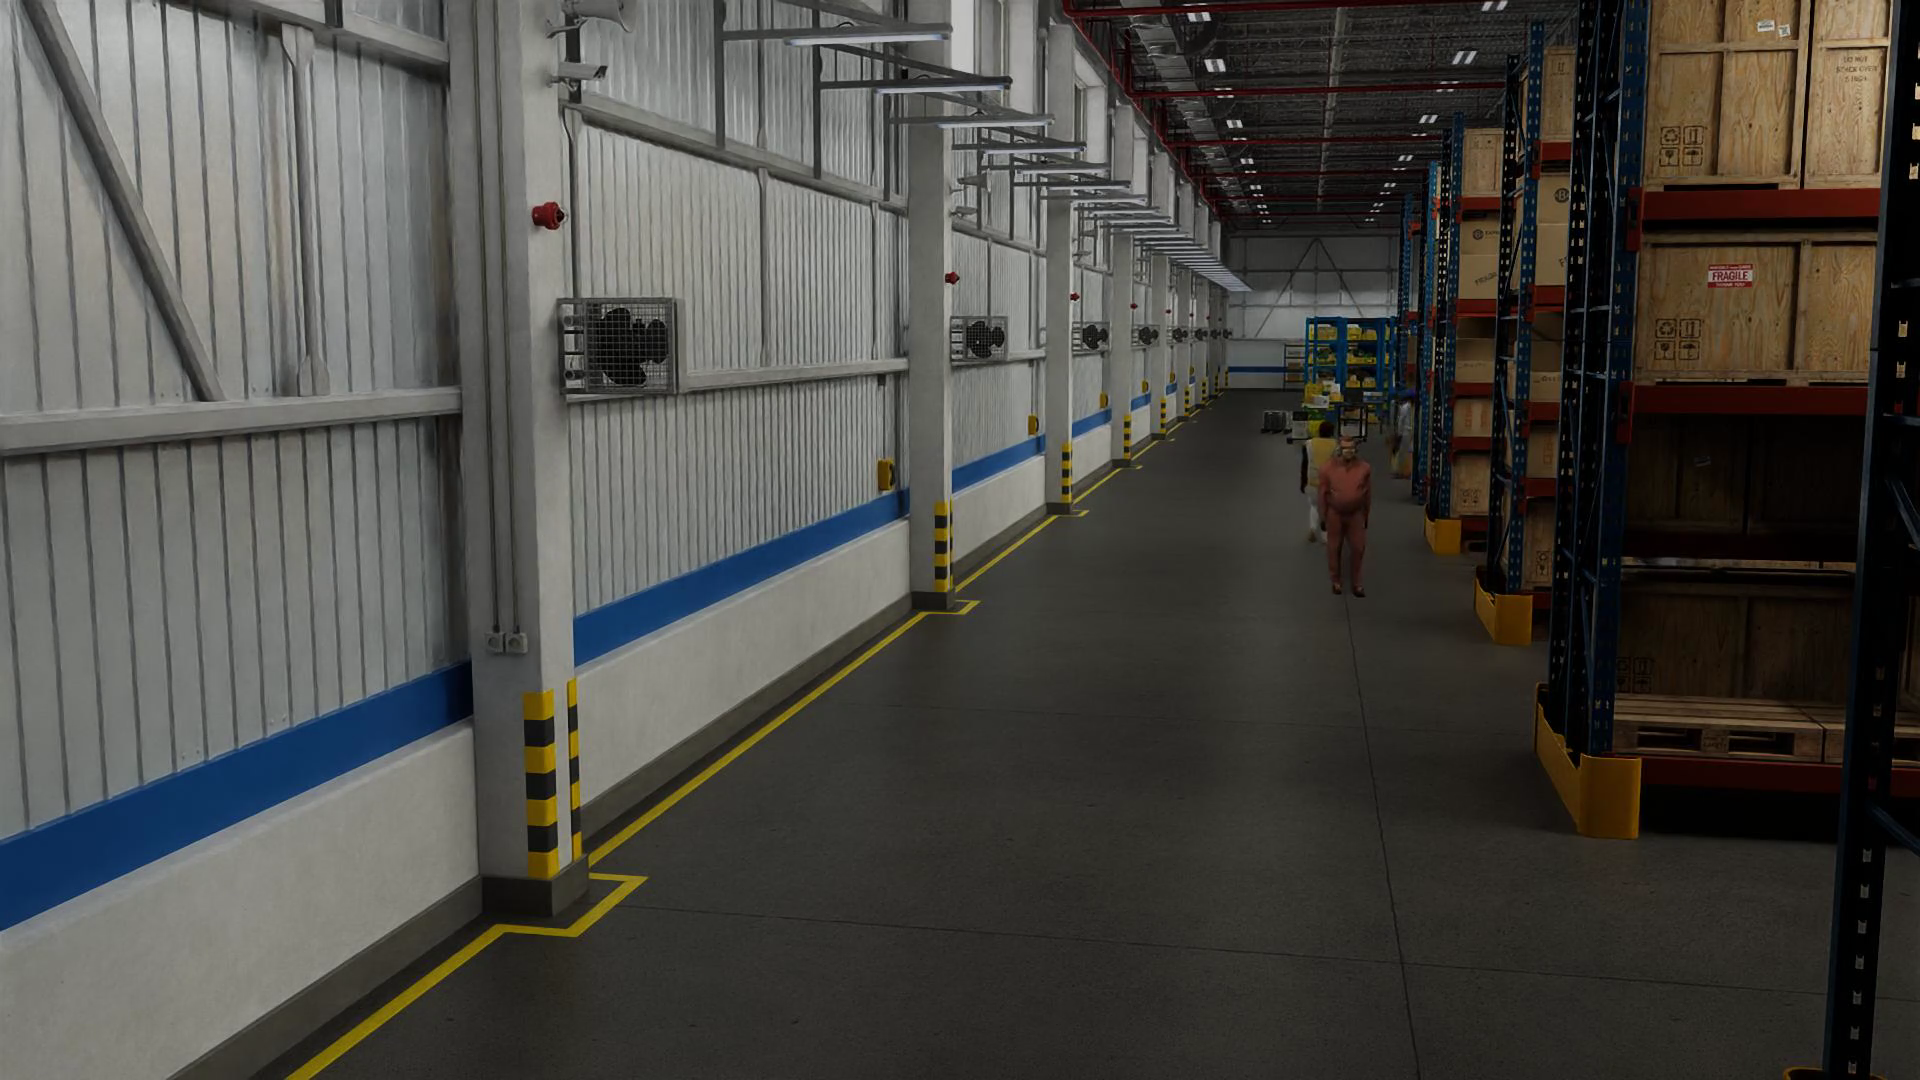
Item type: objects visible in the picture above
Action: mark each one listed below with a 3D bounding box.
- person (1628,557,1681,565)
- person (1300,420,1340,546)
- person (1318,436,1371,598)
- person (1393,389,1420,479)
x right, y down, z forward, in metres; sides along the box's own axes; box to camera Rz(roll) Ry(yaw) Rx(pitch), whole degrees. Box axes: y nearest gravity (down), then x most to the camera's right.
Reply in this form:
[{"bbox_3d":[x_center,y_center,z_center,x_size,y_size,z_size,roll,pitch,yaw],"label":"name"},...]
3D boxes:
[{"bbox_3d":[6.028,0.447,14.509,0.575,1.688,0.788,-6,10,-41],"label":"person"},{"bbox_3d":[5.317,-0.833,24.247,0.663,1.822,0.584,3,8,20],"label":"person"},{"bbox_3d":[4.523,-0.269,19.505,0.641,1.882,0.742,0,7,3],"label":"person"},{"bbox_3d":[9.485,-2.215,34.952,0.785,1.907,0.614,4,8,27],"label":"person"}]
